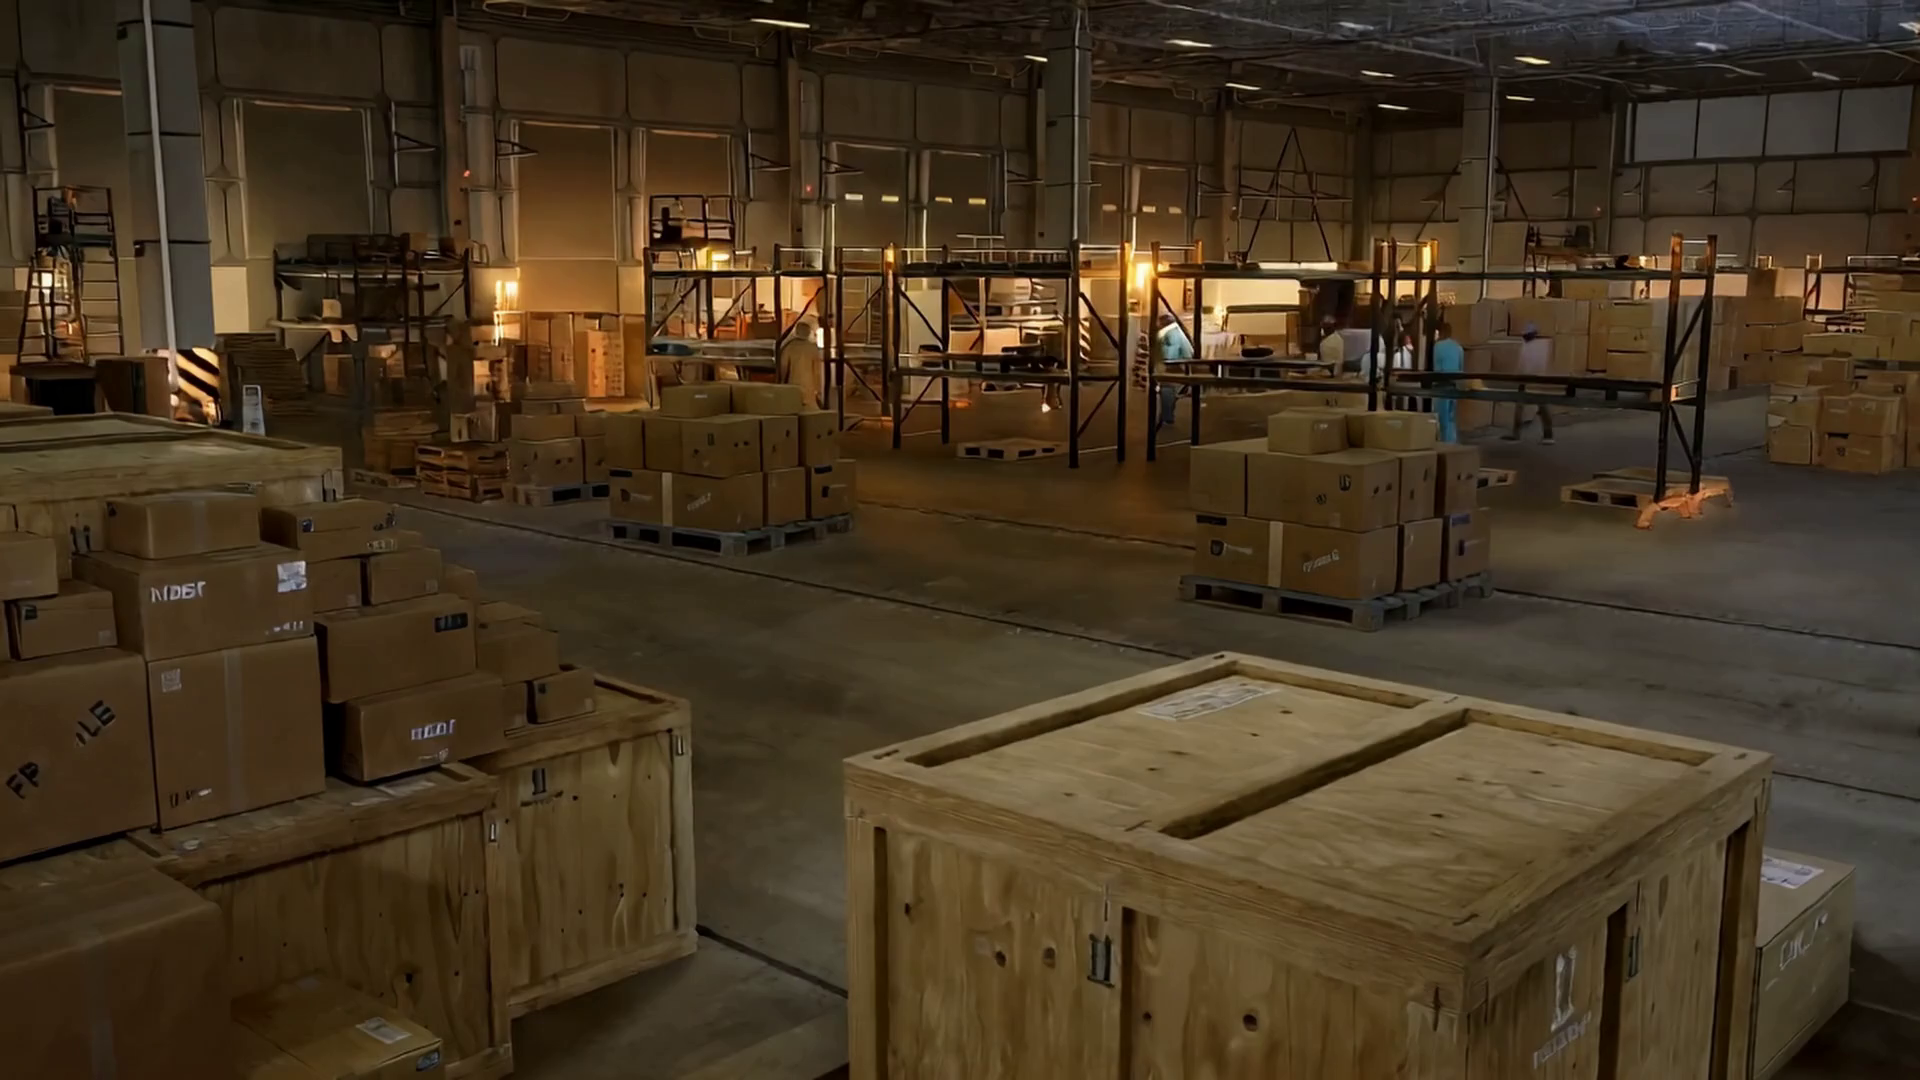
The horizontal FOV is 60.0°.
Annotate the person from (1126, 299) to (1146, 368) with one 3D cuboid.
[{"bbox_3d":[4.441,-5.101,41.824,0.929,1.892,0.573,2,10,14],"label":"person"}]

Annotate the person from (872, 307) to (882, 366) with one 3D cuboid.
[{"bbox_3d":[-2.180,-5.392,44.435,0.314,1.631,0.525,-1,9,-7],"label":"person"}]

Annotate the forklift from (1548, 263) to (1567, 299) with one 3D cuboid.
[{"bbox_3d":[16.473,-6.266,45.965,1.873,2.768,1.129,2,10,15],"label":"forklift"}]

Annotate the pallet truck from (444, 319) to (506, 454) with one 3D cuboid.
[{"bbox_3d":[-6.981,-1.942,22.150,1.885,1.965,0.823,1,9,9],"label":"pallet truck"}]

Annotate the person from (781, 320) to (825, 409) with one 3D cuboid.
[{"bbox_3d":[-2.180,-2.097,23.279,0.636,1.938,0.358,3,10,16],"label":"person"}]

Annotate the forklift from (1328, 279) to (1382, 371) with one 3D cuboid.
[{"bbox_3d":[10.016,-5.866,43.508,1.873,2.768,1.129,9,13,43],"label":"forklift"}]

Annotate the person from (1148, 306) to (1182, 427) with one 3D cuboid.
[{"bbox_3d":[3.448,-2.938,28.124,0.536,2.000,0.672,-2,9,-12],"label":"person"}]

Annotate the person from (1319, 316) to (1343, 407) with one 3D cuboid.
[{"bbox_3d":[5.649,-2.446,25.424,0.353,1.936,0.635,6,11,31],"label":"person"}]

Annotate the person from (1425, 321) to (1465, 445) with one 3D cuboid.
[{"bbox_3d":[6.741,-2.078,23.210,0.630,1.931,0.371,-5,10,-27],"label":"person"}]

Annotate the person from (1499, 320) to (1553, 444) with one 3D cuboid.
[{"bbox_3d":[8.693,-2.393,25.273,0.593,1.890,0.842,-5,10,-26],"label":"person"}]

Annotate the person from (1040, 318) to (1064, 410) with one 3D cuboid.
[{"bbox_3d":[1.752,-3.322,31.419,0.485,1.736,0.321,-4,10,-26],"label":"person"}]

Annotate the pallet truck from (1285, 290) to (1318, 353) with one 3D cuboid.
[{"bbox_3d":[11.297,-6.951,52.861,1.885,1.965,0.823,-5,11,-29],"label":"pallet truck"}]
